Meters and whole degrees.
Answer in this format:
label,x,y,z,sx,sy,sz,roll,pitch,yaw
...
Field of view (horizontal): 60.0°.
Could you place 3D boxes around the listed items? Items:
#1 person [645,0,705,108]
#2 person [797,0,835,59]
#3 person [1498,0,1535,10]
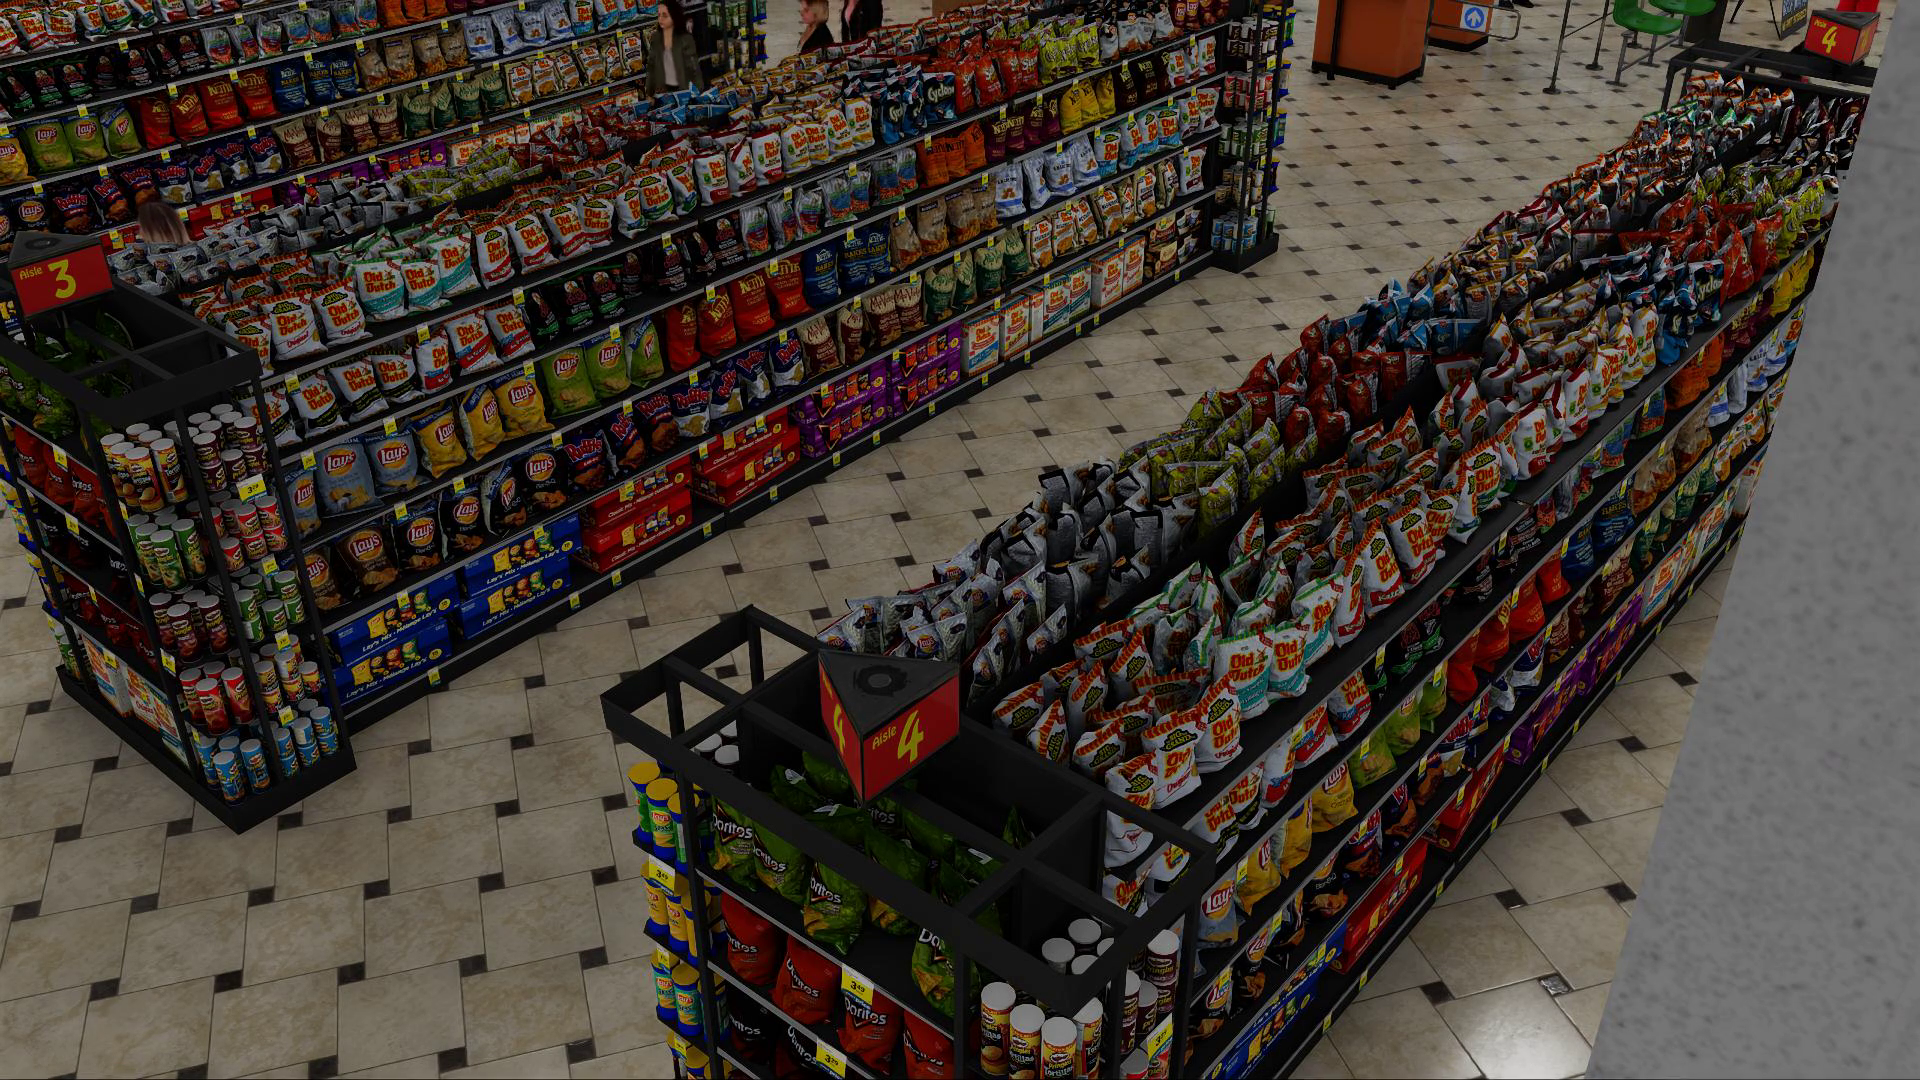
label,x,y,z,sx,sy,sz,roll,pitch,yaw
person,-2.159,-3.474,12.964,0.748,1.438,1.052,16,35,24
person,-0.951,-3.236,12.377,0.705,1.655,0.689,-13,34,-19
person,6.025,-6.587,17.607,0.687,1.819,0.811,-11,33,-17
